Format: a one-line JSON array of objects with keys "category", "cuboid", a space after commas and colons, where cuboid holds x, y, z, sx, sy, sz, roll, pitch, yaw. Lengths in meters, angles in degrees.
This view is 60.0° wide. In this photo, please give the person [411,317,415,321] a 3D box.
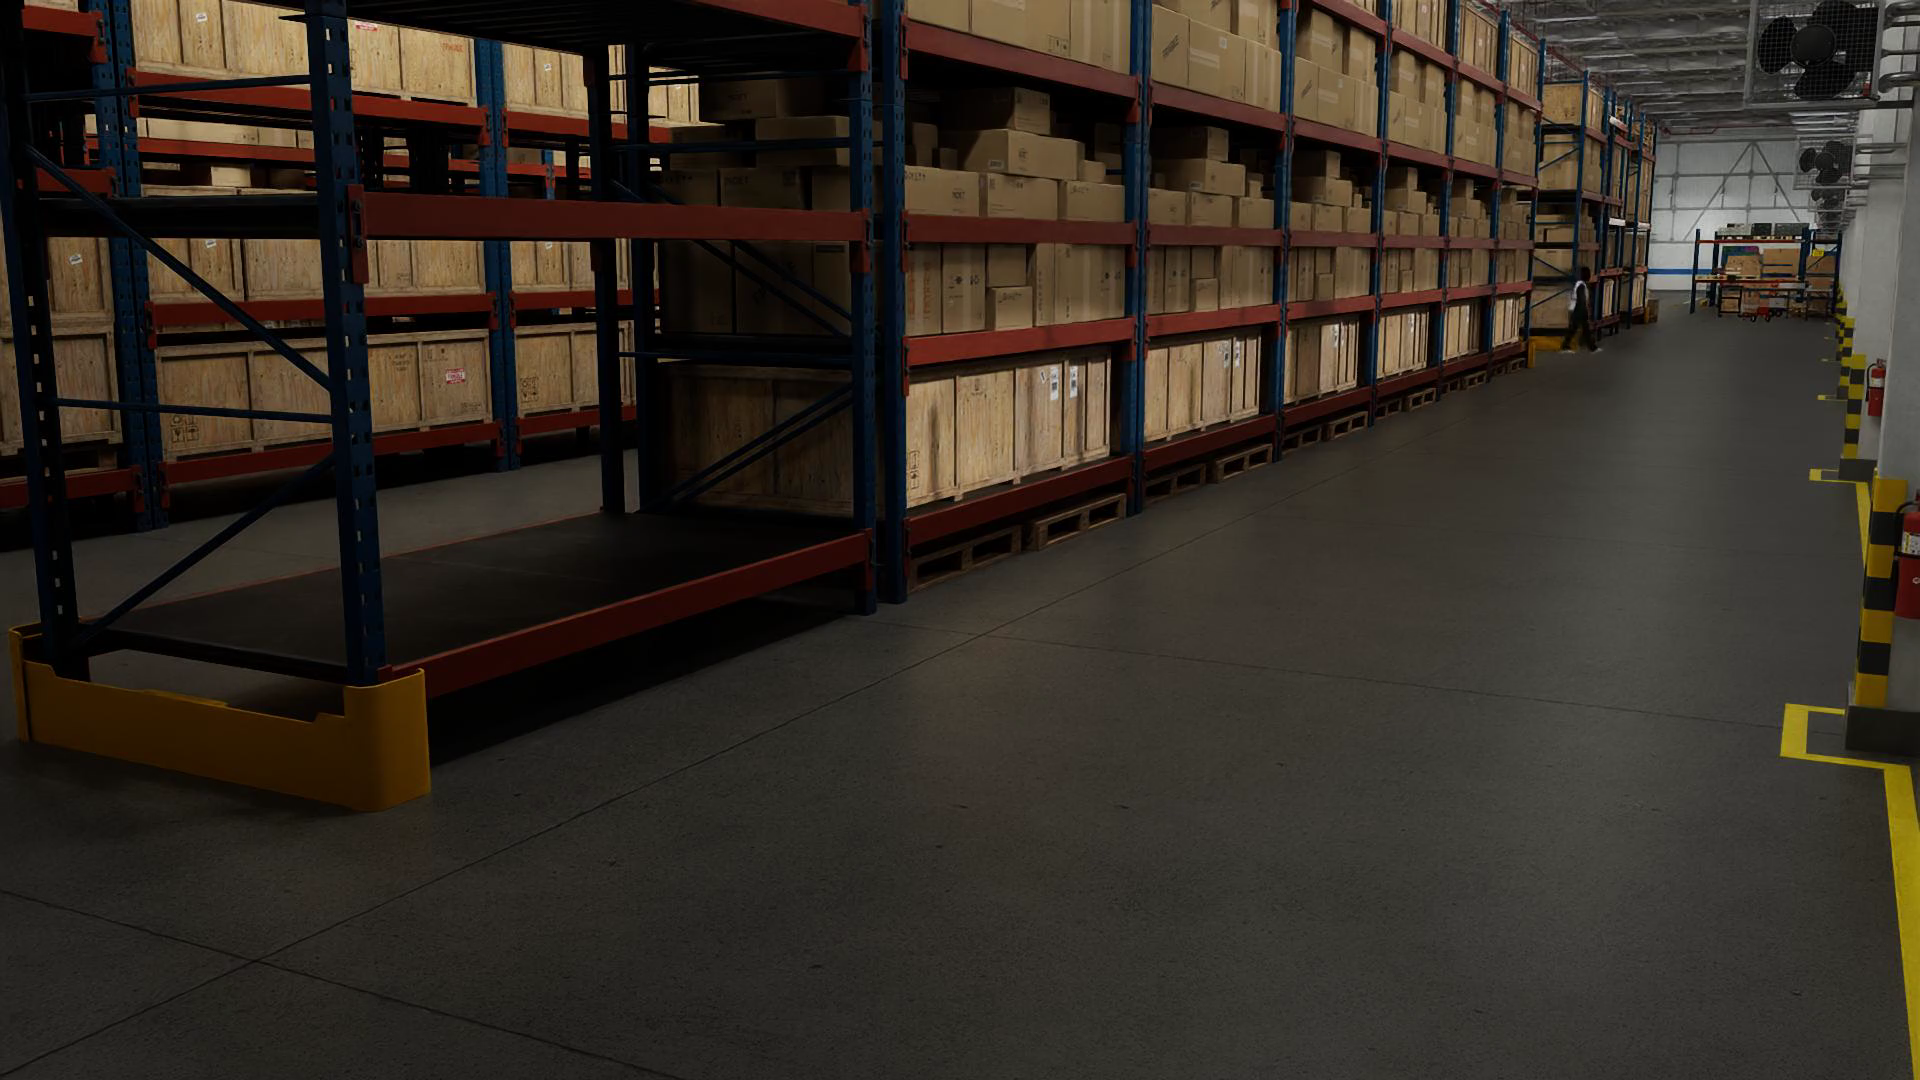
[{"category": "person", "cuboid": [-9.960, -4.048, 31.014, 0.527, 1.767, 0.315, -3, 10, -18]}]

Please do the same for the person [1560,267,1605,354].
[{"category": "person", "cuboid": [13.448, -4.937, 35.854, 0.925, 1.866, 0.605, 4, 11, 24]}]
